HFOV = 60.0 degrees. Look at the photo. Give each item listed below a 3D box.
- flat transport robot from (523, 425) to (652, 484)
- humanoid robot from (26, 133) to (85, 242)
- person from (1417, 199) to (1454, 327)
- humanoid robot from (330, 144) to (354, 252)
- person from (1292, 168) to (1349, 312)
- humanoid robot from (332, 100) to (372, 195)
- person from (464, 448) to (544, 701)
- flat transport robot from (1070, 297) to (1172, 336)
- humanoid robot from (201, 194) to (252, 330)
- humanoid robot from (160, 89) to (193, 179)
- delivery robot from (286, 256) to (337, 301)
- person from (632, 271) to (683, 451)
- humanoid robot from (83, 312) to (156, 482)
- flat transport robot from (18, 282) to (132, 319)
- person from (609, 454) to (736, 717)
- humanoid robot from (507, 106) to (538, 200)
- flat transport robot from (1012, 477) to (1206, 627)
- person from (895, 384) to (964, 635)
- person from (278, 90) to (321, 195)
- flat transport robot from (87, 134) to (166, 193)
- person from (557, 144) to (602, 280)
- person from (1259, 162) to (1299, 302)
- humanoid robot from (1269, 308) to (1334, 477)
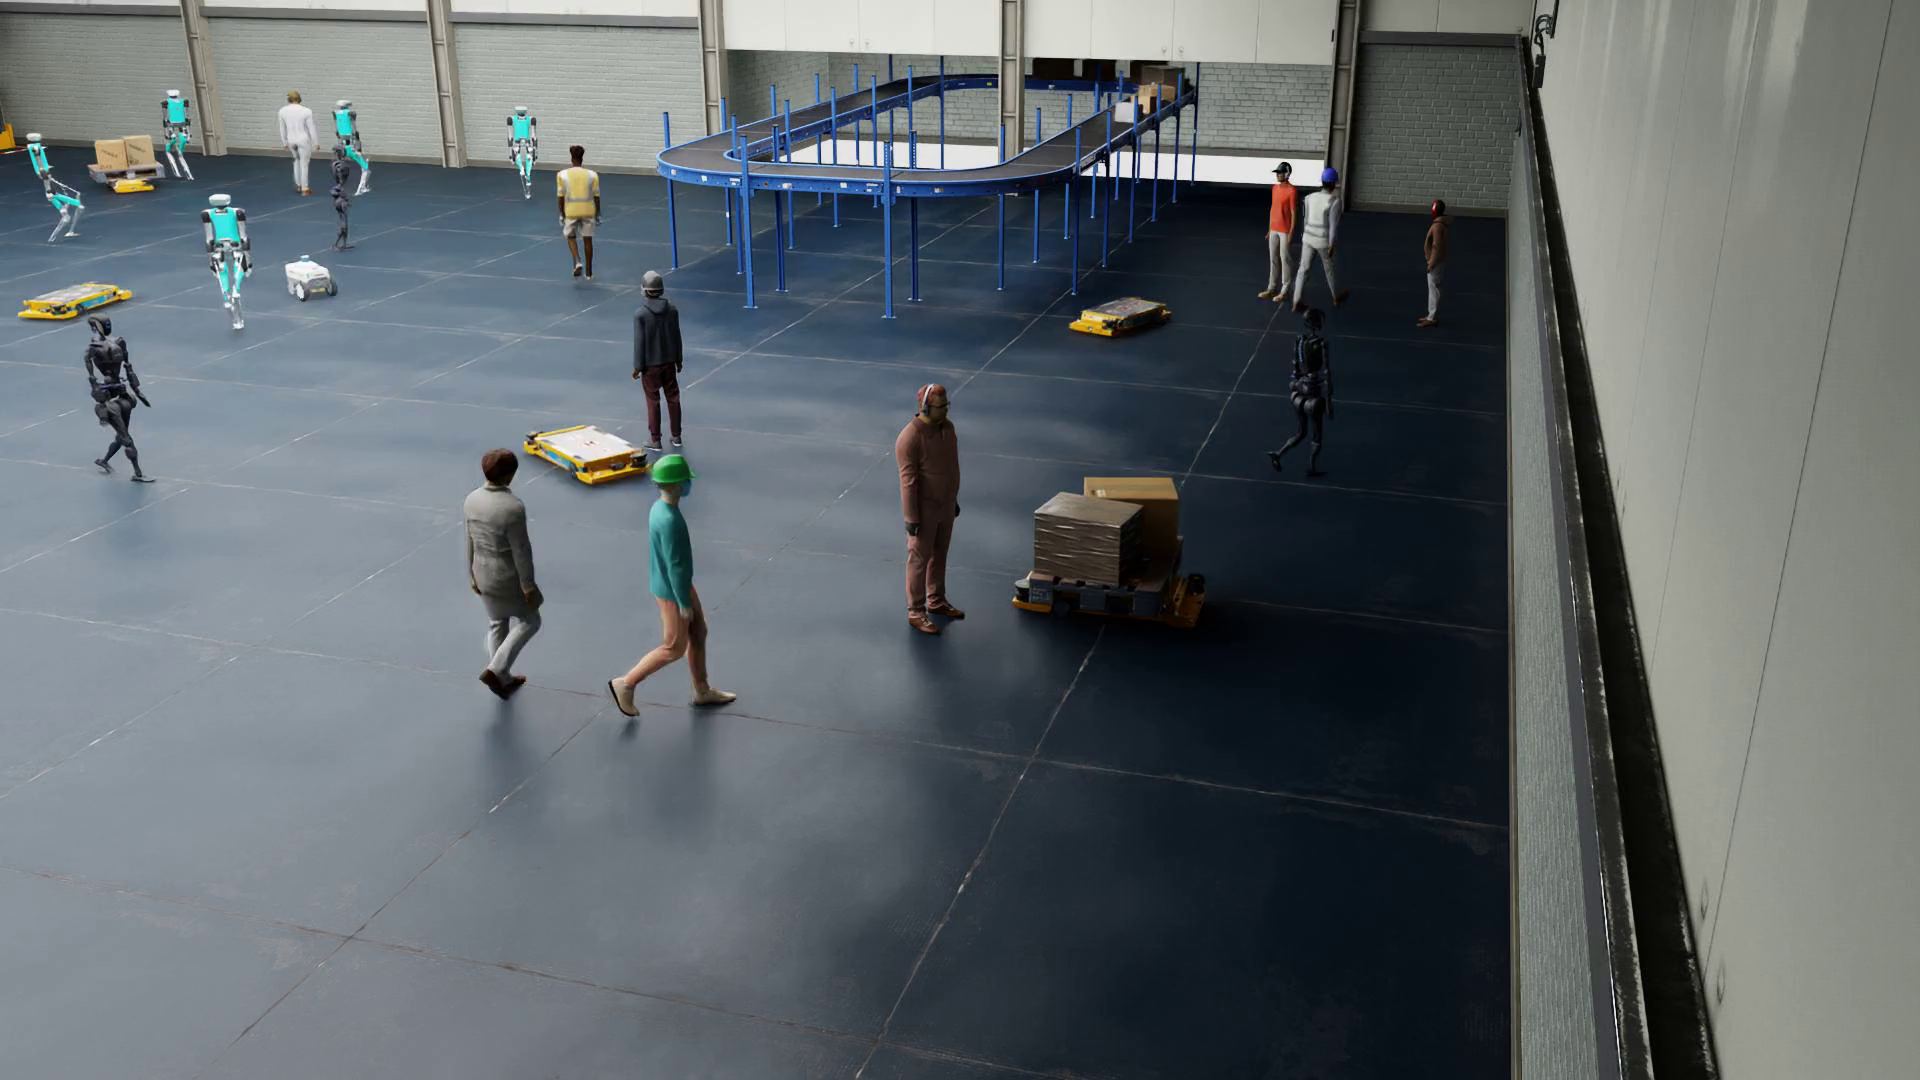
[{"bbox_3d":[-3.690,-0.862,16.414,0.659,0.231,1.431,-17,27,-37],"label":"flat transport robot"},{"bbox_3d":[-14.562,-5.675,26.898,0.854,1.793,0.545,-12,24,-27],"label":"humanoid robot"},{"bbox_3d":[6.170,-3.585,21.554,0.327,1.648,0.458,9,23,22],"label":"person"},{"bbox_3d":[-9.809,-5.393,26.220,0.455,1.647,0.587,-8,22,-19],"label":"humanoid robot"},{"bbox_3d":[4.886,-4.047,22.422,1.025,1.888,0.625,-19,28,-41],"label":"person"},{"bbox_3d":[-11.338,-7.412,31.381,0.537,1.778,0.827,10,23,24],"label":"humanoid robot"},{"bbox_3d":[-3.150,0.265,11.341,0.568,1.818,0.518,11,23,25],"label":"person"},{"bbox_3d":[2.117,-2.925,21.763,0.659,0.231,1.431,16,26,36],"label":"flat transport robot"},{"bbox_3d":[-9.303,-3.461,21.116,0.551,1.757,0.921,-3,21,-8],"label":"humanoid robot"},{"bbox_3d":[-15.556,-8.006,32.927,0.707,1.808,0.546,18,27,38],"label":"humanoid robot"},{"bbox_3d":[-9.128,-3.666,23.313,0.805,0.612,0.499,20,29,41],"label":"delivery robot"},{"bbox_3d":[-3.030,-1.795,16.686,0.557,1.811,0.370,-16,26,-35],"label":"person"},{"bbox_3d":[-8.076,-1.361,15.836,0.758,1.653,0.603,5,22,14],"label":"humanoid robot"},{"bbox_3d":[-12.023,-3.249,22.605,0.659,0.231,1.431,4,21,10],"label":"flat transport robot"},{"bbox_3d":[-1.968,0.321,11.153,0.777,1.846,0.528,-3,21,-7],"label":"person"},{"bbox_3d":[-7.917,-6.977,30.288,0.562,1.749,1.062,-8,22,-20],"label":"humanoid robot"},{"bbox_3d":[1.180,0.418,13.093,1.431,0.231,0.659,6,22,15],"label":"flat transport robot"},{"bbox_3d":[-0.201,-0.249,12.552,0.412,1.906,0.646,13,25,30],"label":"person"},{"bbox_3d":[-12.370,-7.469,31.254,0.649,1.921,0.552,3,21,7],"label":"person"},{"bbox_3d":[-16.052,-6.913,32.108,0.659,0.231,1.431,-14,25,-31],"label":"flat transport robot"},{"bbox_3d":[-5.524,-4.751,24.164,0.633,1.946,0.458,-6,22,-16],"label":"person"},{"bbox_3d":[4.393,-4.242,22.903,0.422,1.907,0.478,-12,24,-28],"label":"person"},{"bbox_3d":[3.280,-1.394,15.849,0.561,1.633,0.597,-10,23,-24],"label":"humanoid robot"}]
